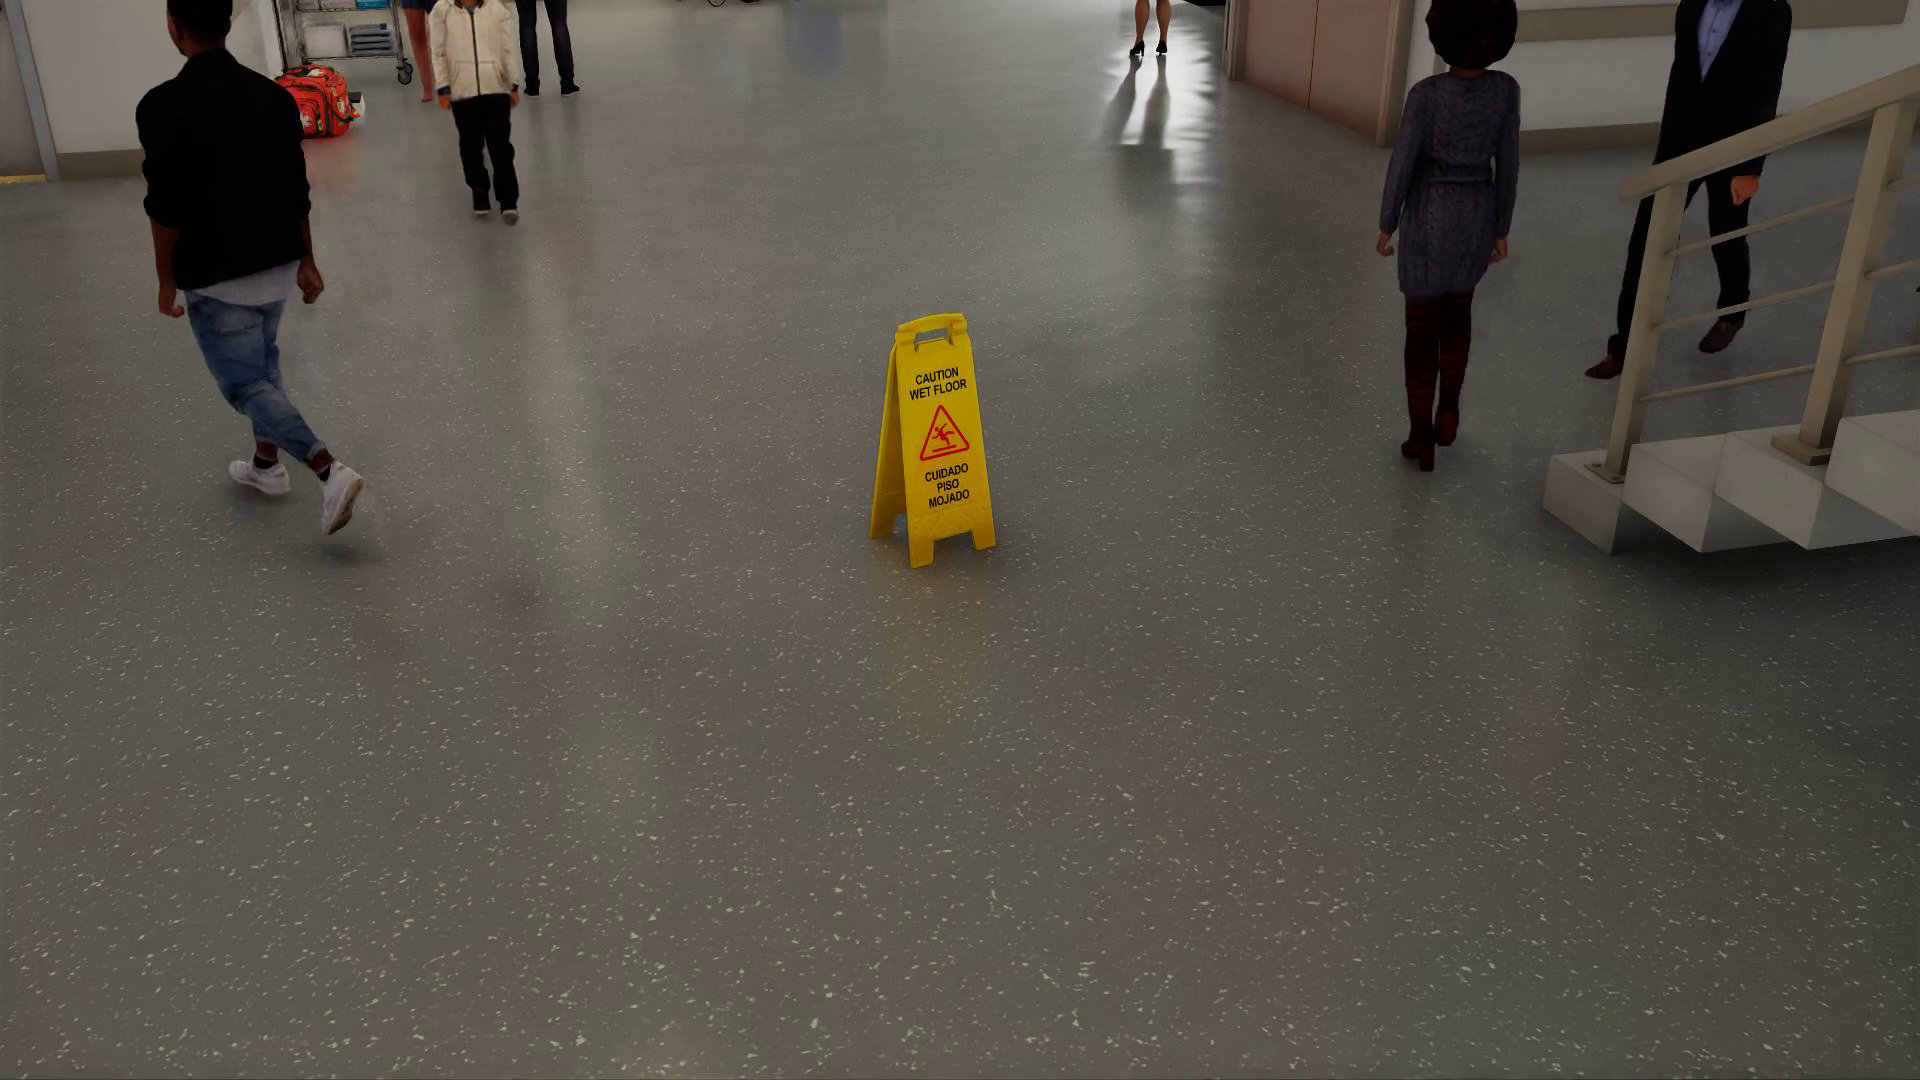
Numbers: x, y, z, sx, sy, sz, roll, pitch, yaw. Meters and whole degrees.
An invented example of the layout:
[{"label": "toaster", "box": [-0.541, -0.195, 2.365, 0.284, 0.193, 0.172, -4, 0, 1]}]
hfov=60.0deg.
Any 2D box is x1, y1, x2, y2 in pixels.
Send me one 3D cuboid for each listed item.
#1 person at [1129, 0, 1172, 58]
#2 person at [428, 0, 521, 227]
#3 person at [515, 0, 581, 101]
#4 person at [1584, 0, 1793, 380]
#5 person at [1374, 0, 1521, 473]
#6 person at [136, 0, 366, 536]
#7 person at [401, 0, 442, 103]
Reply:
[{"label": "person", "box": [1.608, -4.874, 13.773, 0.728, 1.671, 0.668, -3, 26, -6]}, {"label": "person", "box": [-2.617, -2.430, 8.994, 0.638, 1.419, 0.951, -9, 27, -17]}, {"label": "person", "box": [-3.092, -4.229, 12.104, 0.621, 1.959, 0.547, -5, 26, -11]}, {"label": "person", "box": [3.069, -1.541, 6.695, 1.079, 1.815, 1.269, -20, 32, -35]}, {"label": "person", "box": [1.717, -1.029, 5.763, 0.647, 1.701, 0.618, -2, 26, -3]}, {"label": "person", "box": [-2.268, -0.870, 5.343, 1.203, 1.781, 1.137, 15, 29, 27]}, {"label": "person", "box": [-3.863, -4.024, 12.089, 0.620, 1.603, 0.901, -3, 26, -5]}]
